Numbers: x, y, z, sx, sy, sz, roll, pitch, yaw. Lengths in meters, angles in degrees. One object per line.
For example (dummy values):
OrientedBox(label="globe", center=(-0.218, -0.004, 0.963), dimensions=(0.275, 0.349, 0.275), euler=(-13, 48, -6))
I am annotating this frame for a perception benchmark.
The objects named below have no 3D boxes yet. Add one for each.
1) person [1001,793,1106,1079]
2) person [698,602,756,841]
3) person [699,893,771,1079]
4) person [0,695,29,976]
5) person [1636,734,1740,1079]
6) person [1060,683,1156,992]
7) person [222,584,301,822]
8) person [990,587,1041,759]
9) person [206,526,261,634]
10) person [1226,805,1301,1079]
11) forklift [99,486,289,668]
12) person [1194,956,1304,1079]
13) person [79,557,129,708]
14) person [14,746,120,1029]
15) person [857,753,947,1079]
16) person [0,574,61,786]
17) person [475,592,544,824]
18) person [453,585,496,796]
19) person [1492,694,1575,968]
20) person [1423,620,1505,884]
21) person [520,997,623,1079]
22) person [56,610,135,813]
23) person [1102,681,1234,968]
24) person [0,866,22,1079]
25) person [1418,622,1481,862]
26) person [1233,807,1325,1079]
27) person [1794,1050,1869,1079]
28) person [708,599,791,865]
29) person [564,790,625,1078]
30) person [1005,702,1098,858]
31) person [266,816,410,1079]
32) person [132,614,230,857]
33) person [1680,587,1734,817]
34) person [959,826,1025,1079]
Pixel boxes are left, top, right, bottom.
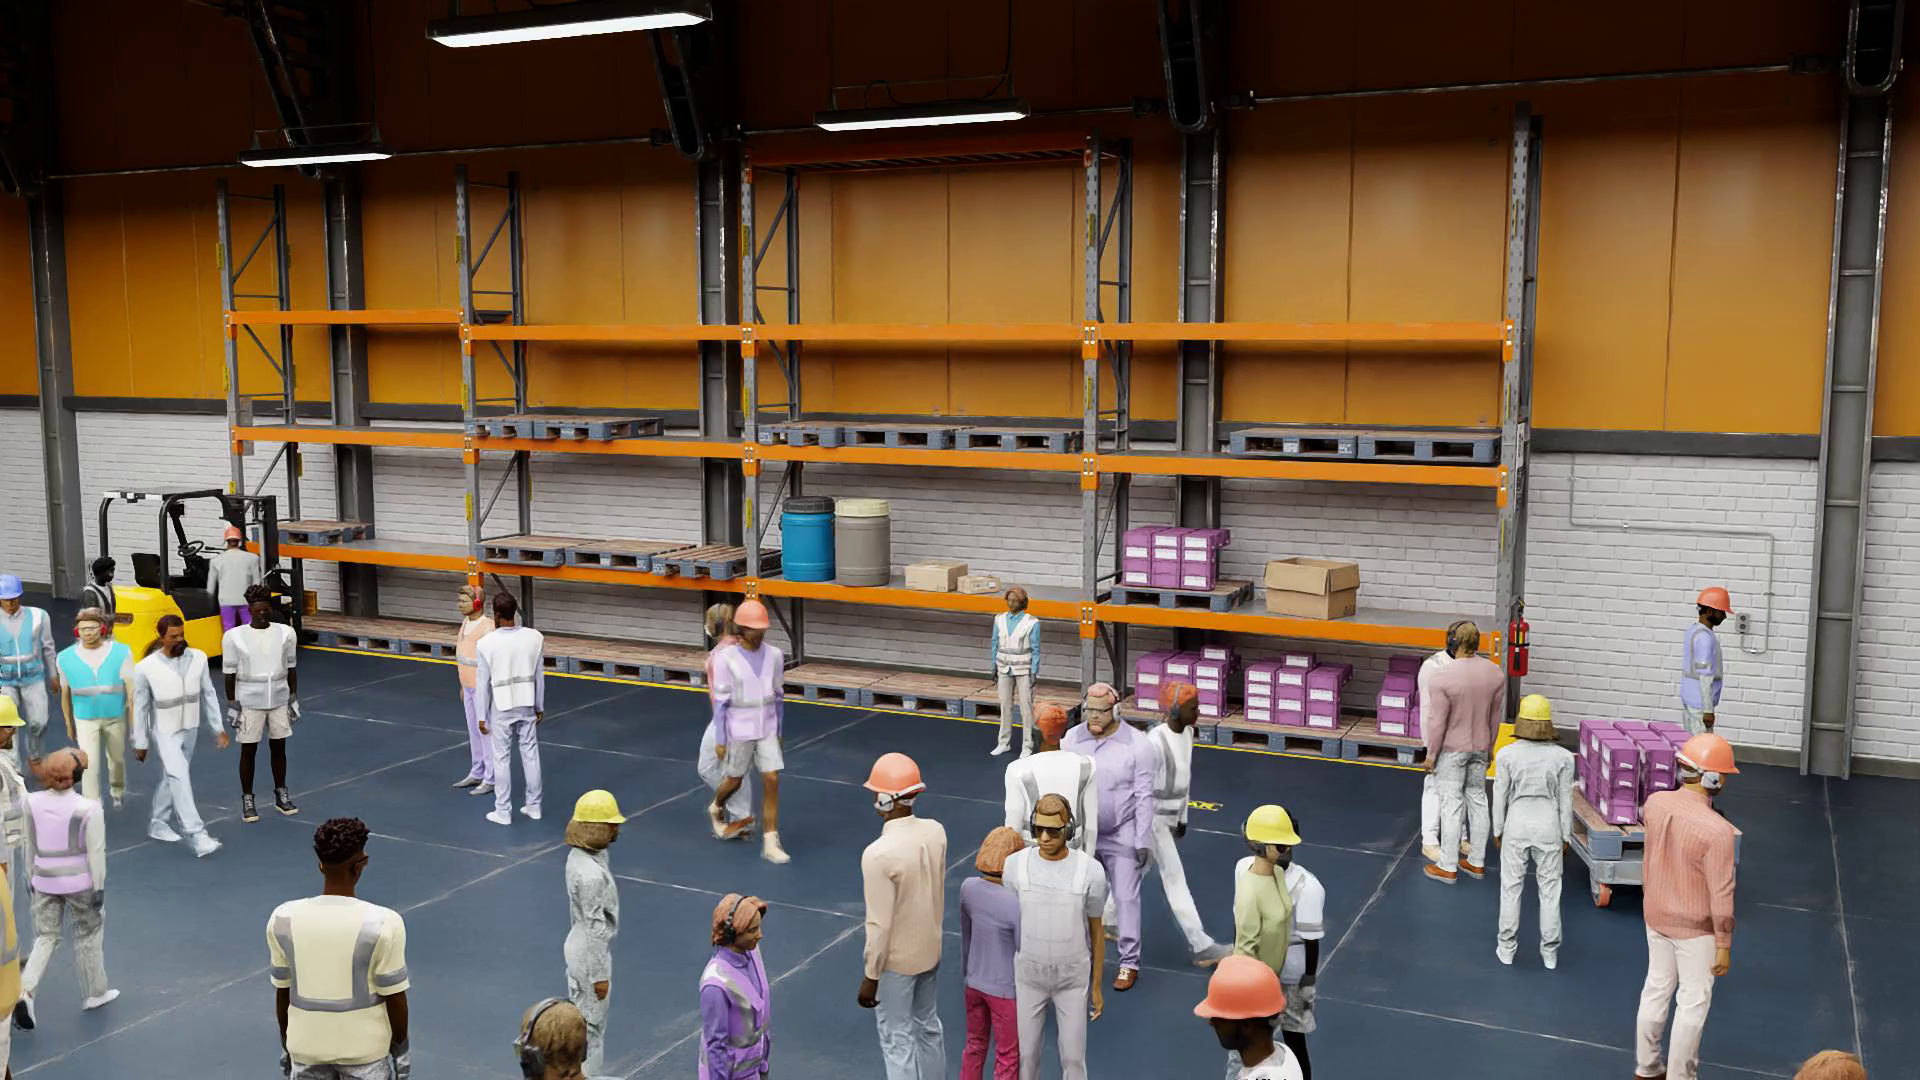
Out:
OrientedBox(label="person", center=(0.434, 2.107, 7.944), dimensions=(0.513, 1.845, 0.334), euler=(1, 7, 10))
OrientedBox(label="person", center=(-1.838, 1.443, 13.120), dimensions=(0.440, 1.920, 0.654), euler=(2, 7, 13))
OrientedBox(label="person", center=(-0.970, 2.310, 7.159), dimensions=(0.313, 1.631, 0.523), euler=(1, 7, 11))
OrientedBox(label="person", center=(-5.923, 1.847, 10.225), dimensions=(0.403, 1.817, 0.603), euler=(-4, 8, -32))
OrientedBox(label="person", center=(3.761, 1.967, 8.571), dimensions=(0.411, 1.980, 0.625), euler=(-2, 7, -16))
OrientedBox(label="person", center=(0.873, 1.810, 10.219), dimensions=(0.636, 1.900, 0.398), euler=(3, 8, 24))
OrientedBox(label="person", center=(-5.789, 1.336, 13.820), dimensions=(0.607, 1.966, 0.367), euler=(-6, 9, -41))
OrientedBox(label="person", center=(0.529, 1.254, 15.820), dimensions=(0.514, 1.644, 0.307), euler=(4, 8, 30))
OrientedBox(label="person", center=(-8.727, 0.700, 20.005), dimensions=(0.595, 1.742, 0.369), euler=(-5, 8, -33))
OrientedBox(label="person", center=(1.464, 2.137, 8.022), dimensions=(0.330, 1.769, 0.526), euler=(3, 8, 26))
OrientedBox(label="forklift", center=(-9.426, 0.454, 20.179), dimensions=(1.214, 2.155, 2.313), euler=(3, 8, 26))
OrientedBox(label="person", center=(0.984, 2.351, 5.628), dimensions=(0.409, 1.924, 0.578), euler=(2, 7, 15))
OrientedBox(label="person", center=(-9.108, 1.010, 17.678), dimensions=(0.584, 1.663, 0.561), euler=(0, 7, 2))
OrientedBox(label="person", center=(-5.223, 2.011, 9.664), dimensions=(0.525, 1.617, 0.670), euler=(1, 7, 5))
OrientedBox(label="person", center=(-0.294, 2.016, 8.082), dimensions=(0.395, 1.994, 0.612), euler=(4, 8, 32))
OrientedBox(label="person", center=(-8.345, 1.247, 14.741), dimensions=(0.674, 1.924, 0.472), euler=(-5, 8, -35))
OrientedBox(label="person", center=(-3.688, 1.382, 13.681), dimensions=(0.589, 1.911, 0.396), euler=(-6, 9, -39))
OrientedBox(label="person", center=(-4.217, 1.302, 14.595), dimensions=(0.390, 1.846, 0.565), euler=(-6, 9, -39))
OrientedBox(label="person", center=(3.639, 1.842, 10.586), dimensions=(0.485, 1.738, 0.320), euler=(2, 7, 17))
OrientedBox(label="person", center=(3.674, 1.546, 12.202), dimensions=(0.631, 1.940, 0.372), euler=(-3, 7, -22))
OrientedBox(label="person", center=(-1.240, 2.393, 5.262), dimensions=(0.367, 1.926, 0.639), euler=(4, 8, 32))
OrientedBox(label="person", center=(-7.049, 1.444, 13.623), dimensions=(0.570, 1.807, 0.971), euler=(-4, 8, -27))
OrientedBox(label="person", center=(1.323, 1.797, 10.713), dimensions=(1.060, 1.808, 0.590), euler=(4, 8, 28))
OrientedBox(label="person", center=(-4.470, 2.096, 7.547), dimensions=(0.368, 1.961, 0.613), euler=(-4, 8, -27))
OrientedBox(label="person", center=(3.795, 1.530, 12.742), dimensions=(0.627, 1.840, 0.429), euler=(-3, 8, -26))
OrientedBox(label="person", center=(1.567, 2.145, 8.283), dimensions=(0.321, 1.694, 0.533), euler=(-6, 9, -40))
OrientedBox(label="person", center=(2.877, 2.499, 5.577), dimensions=(0.271, 1.632, 0.508), euler=(2, 7, 16))
OrientedBox(label="person", center=(-1.647, 1.437, 12.822), dimensions=(0.617, 2.015, 0.944), euler=(-5, 8, -34))
OrientedBox(label="person", center=(-1.831, 2.109, 8.360), dimensions=(0.318, 1.740, 0.488), euler=(-3, 7, -21))
OrientedBox(label="person", center=(0.525, 1.873, 9.725), dimensions=(0.580, 1.884, 0.352), euler=(-2, 7, -18))
OrientedBox(label="person", center=(-2.644, 2.152, 7.137), dimensions=(0.598, 1.958, 0.370), euler=(0, 7, 3))
OrientedBox(label="person", center=(-6.062, 1.496, 12.931), dimensions=(1.017, 1.864, 0.598), euler=(4, 8, 27))
OrientedBox(label="person", center=(6.229, 1.345, 13.910), dimensions=(0.373, 1.928, 0.543), euler=(2, 7, 12))
OrientedBox(label="person", center=(0.186, 2.198, 8.110), dimensions=(0.289, 1.626, 0.498), euler=(-7, 10, -44))
